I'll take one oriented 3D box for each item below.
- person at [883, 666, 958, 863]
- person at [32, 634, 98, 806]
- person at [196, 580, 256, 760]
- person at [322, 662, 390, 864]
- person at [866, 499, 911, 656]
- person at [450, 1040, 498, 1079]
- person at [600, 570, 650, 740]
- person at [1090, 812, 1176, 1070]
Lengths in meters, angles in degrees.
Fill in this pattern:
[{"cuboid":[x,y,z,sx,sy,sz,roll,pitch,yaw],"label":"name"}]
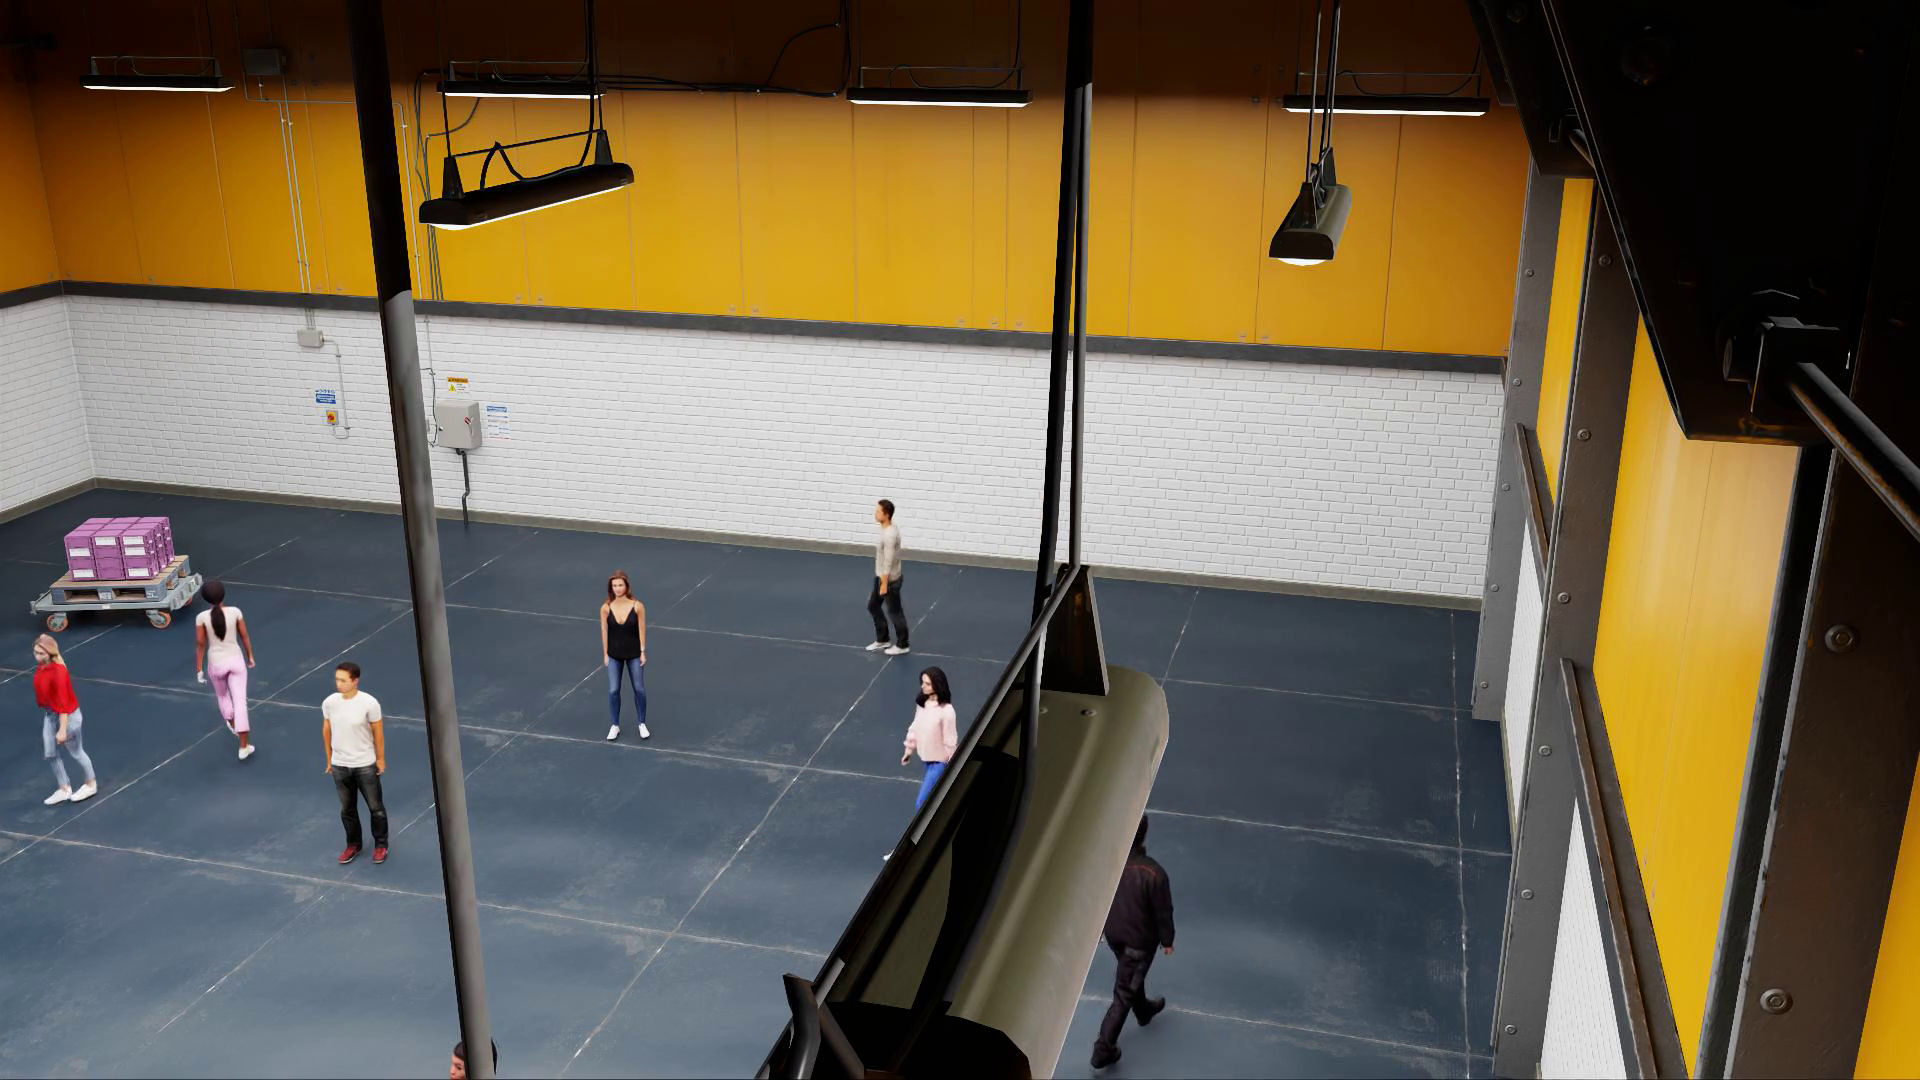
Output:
[{"cuboid":[-0.124,1.869,13.996,1.234,1.712,1.186,-10,21,-27],"label":"person"},{"cuboid":[-8.004,1.587,14.882,0.737,1.681,0.776,17,25,41],"label":"person"},{"cuboid":[-6.985,1.264,15.820,1.088,1.695,1.190,-8,20,-22],"label":"person"},{"cuboid":[-5.052,1.844,13.935,0.696,1.799,0.630,0,19,1],"label":"person"},{"cuboid":[-0.688,0.406,18.203,0.880,1.800,0.806,-4,19,-11],"label":"person"},{"cuboid":[-2.610,3.486,9.144,0.651,1.744,0.639,-17,25,-42],"label":"person"},{"cuboid":[-3.275,1.110,16.235,0.660,1.723,0.651,-3,19,-8],"label":"person"},{"cuboid":[1.111,2.738,11.289,1.081,1.793,1.305,16,24,39],"label":"person"}]
